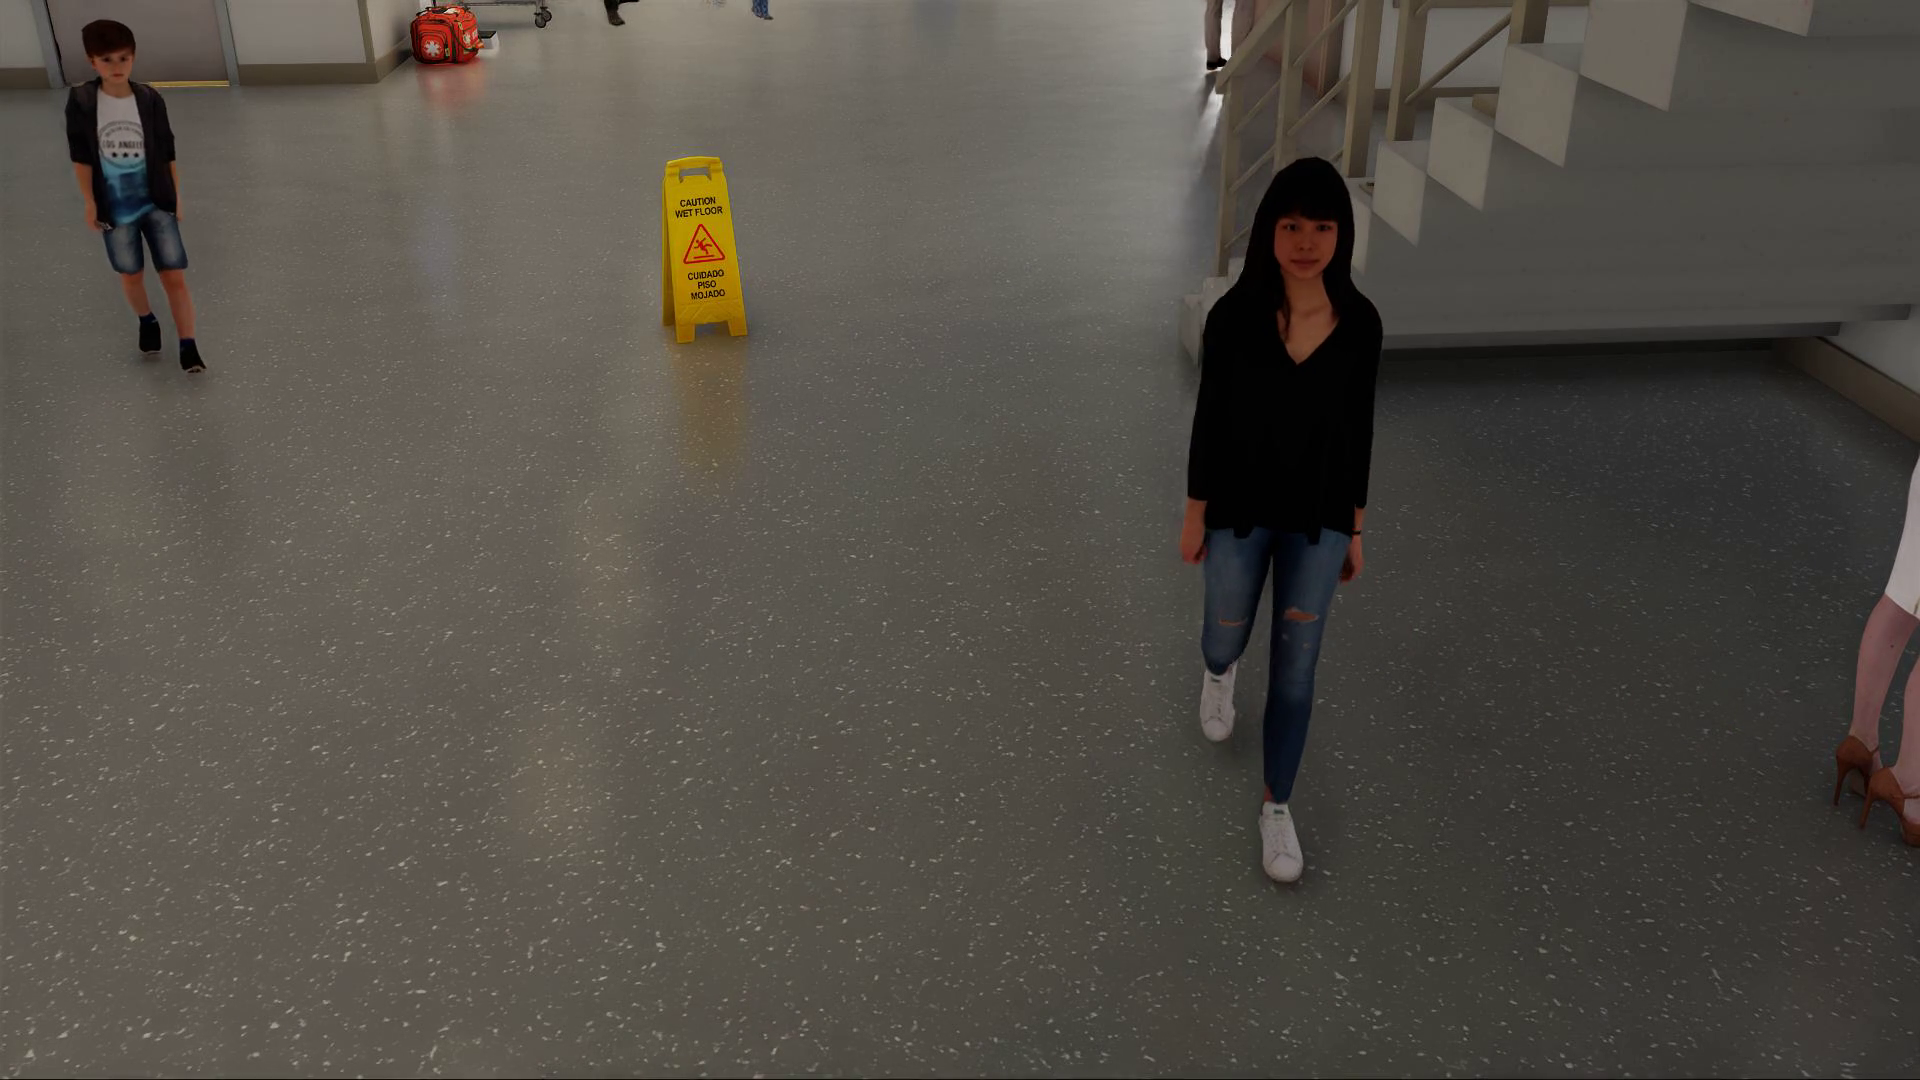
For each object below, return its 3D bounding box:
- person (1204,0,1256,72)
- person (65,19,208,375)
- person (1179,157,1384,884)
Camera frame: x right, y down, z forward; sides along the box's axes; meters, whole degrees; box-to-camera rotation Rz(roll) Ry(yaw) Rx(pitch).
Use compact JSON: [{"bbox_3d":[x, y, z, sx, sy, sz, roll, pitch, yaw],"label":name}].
[{"bbox_3d":[2.049,-4.611,13.052,0.815,1.832,0.868,17,31,31],"label":"person"},{"bbox_3d":[-3.422,-1.395,6.868,0.792,1.412,1.048,-13,29,-25],"label":"person"},{"bbox_3d":[0.728,-0.083,3.901,0.701,1.625,1.032,3,26,5],"label":"person"}]
